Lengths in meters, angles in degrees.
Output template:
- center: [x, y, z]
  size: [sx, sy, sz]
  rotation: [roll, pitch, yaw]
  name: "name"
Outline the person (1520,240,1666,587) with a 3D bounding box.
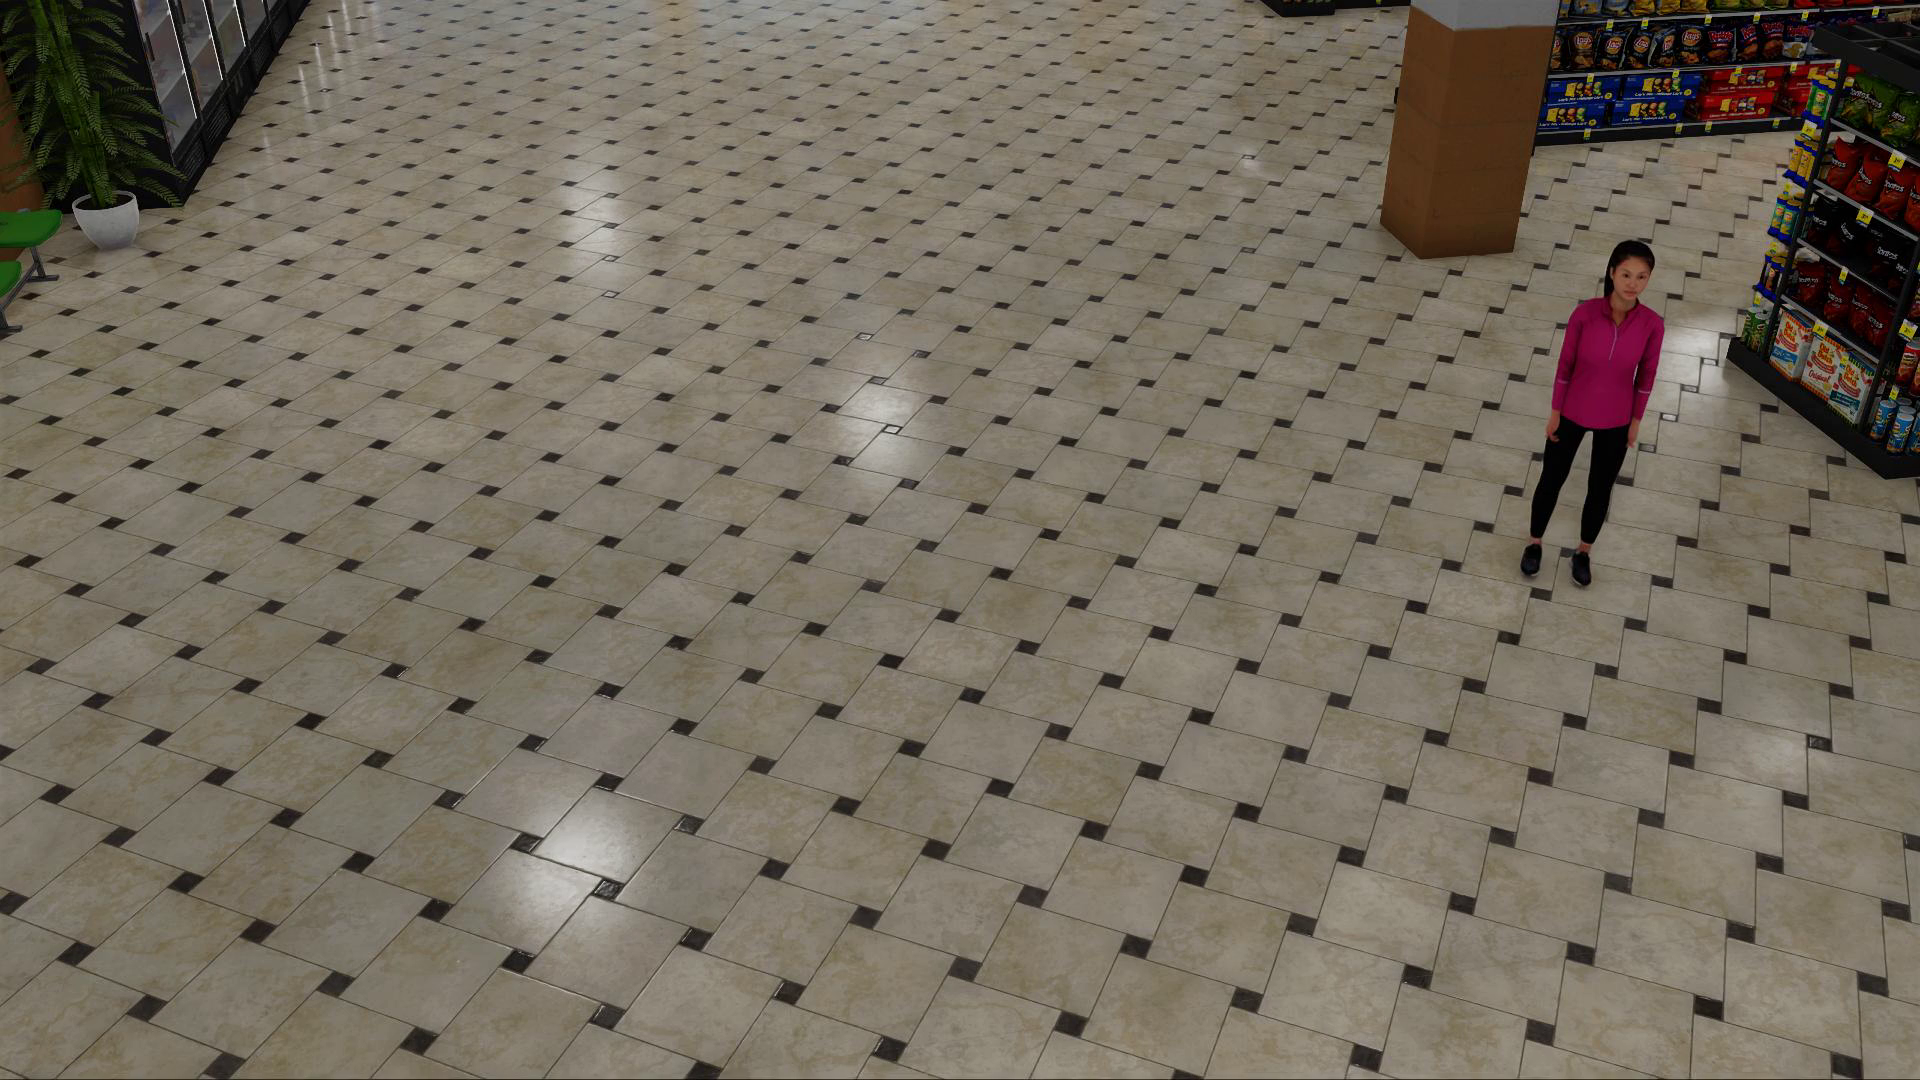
- center: [2.919, -0.580, 7.665]
  size: [0.629, 1.699, 0.727]
  rotation: [9, 33, 15]
  name: "person"
